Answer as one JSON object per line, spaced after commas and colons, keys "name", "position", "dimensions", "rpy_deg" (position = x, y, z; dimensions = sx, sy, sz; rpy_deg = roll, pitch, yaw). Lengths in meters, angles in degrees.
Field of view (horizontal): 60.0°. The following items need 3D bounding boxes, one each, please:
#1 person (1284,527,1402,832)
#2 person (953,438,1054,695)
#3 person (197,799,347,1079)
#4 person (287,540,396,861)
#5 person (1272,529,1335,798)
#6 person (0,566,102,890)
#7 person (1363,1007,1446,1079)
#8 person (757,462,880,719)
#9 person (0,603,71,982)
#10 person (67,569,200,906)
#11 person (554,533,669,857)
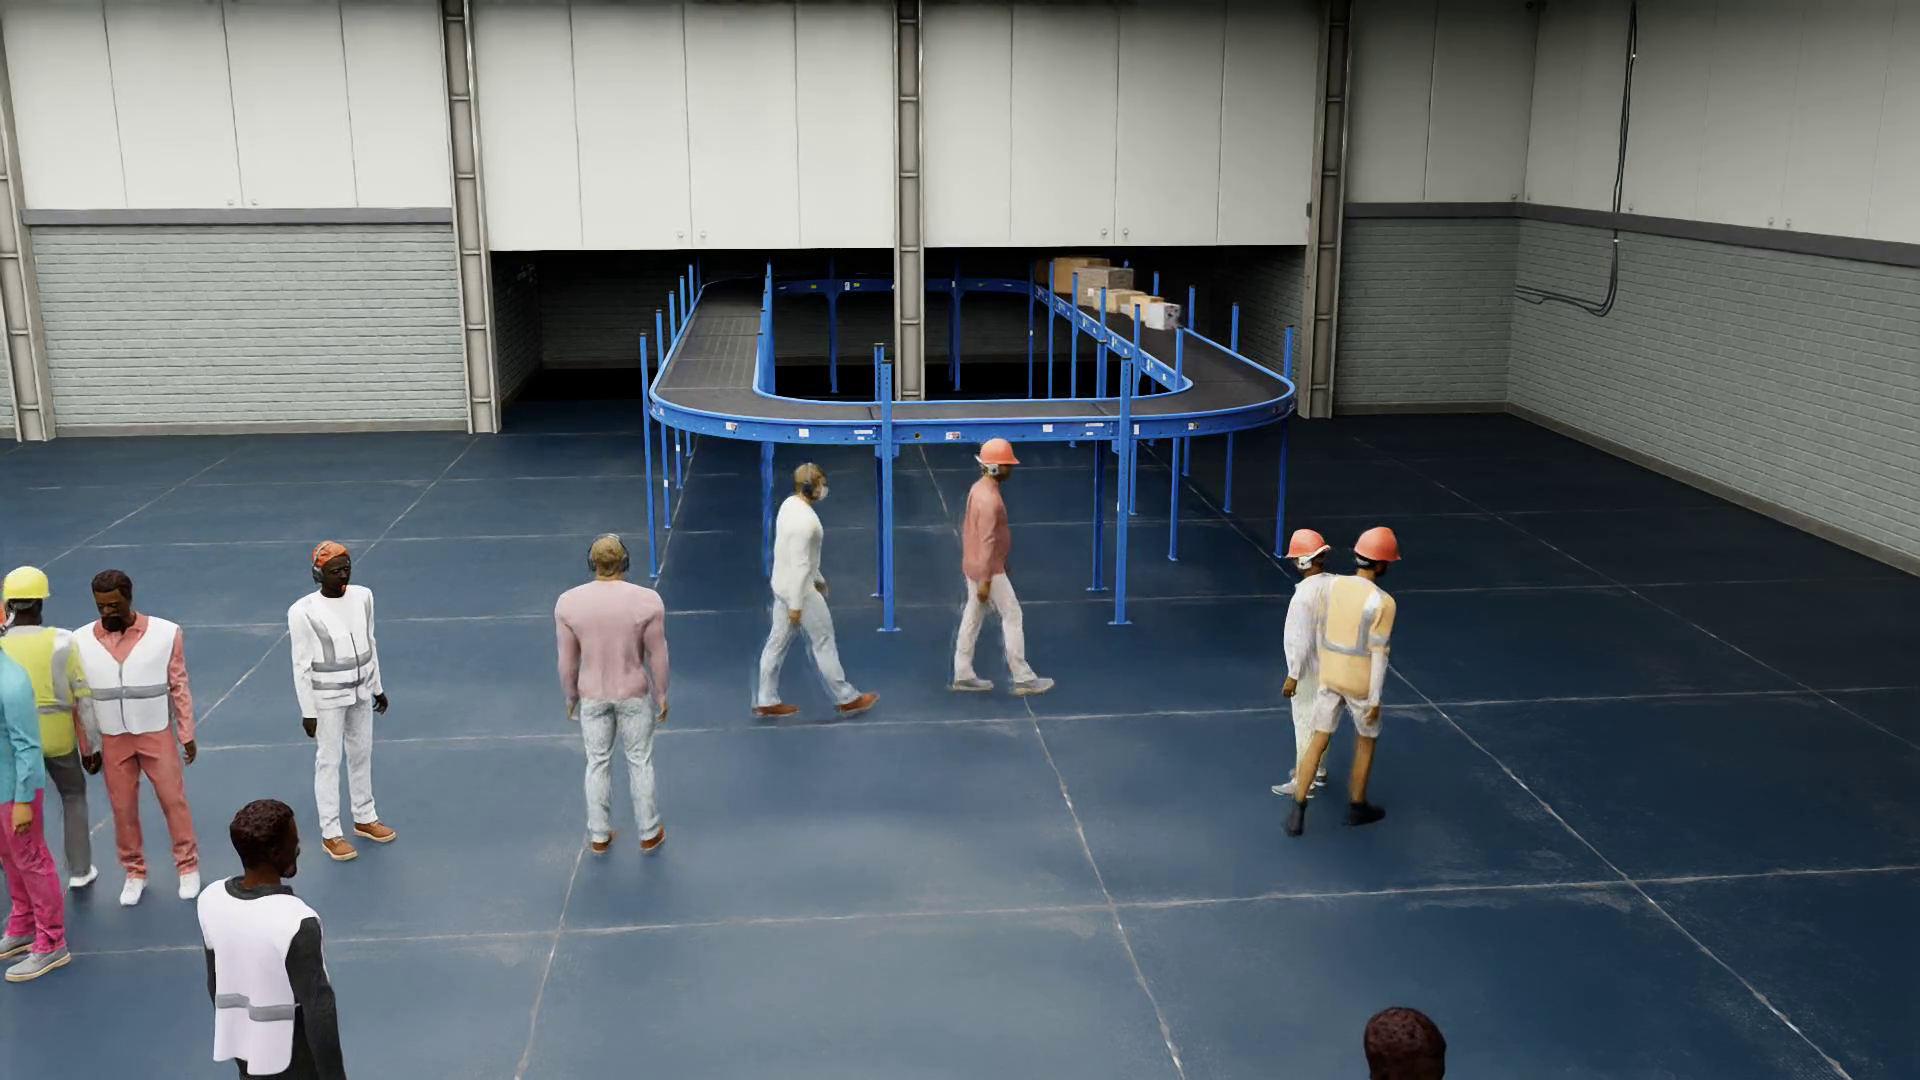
{"name": "person", "position": [2.305, 0.864, 10.025], "dimensions": [0.714, 1.901, 0.563], "rpy_deg": [-12, 18, -39]}
{"name": "person", "position": [0.342, 0.204, 12.507], "dimensions": [0.871, 1.963, 0.617], "rpy_deg": [-3, 14, -10]}
{"name": "person", "position": [-2.456, 1.848, 6.008], "dimensions": [0.590, 1.919, 0.392], "rpy_deg": [8, 16, 28]}
{"name": "person", "position": [-3.624, 0.925, 9.770], "dimensions": [0.345, 1.882, 0.584], "rpy_deg": [8, 16, 29]}
{"name": "person", "position": [2.208, 0.782, 10.628], "dimensions": [0.338, 1.742, 0.562], "rpy_deg": [9, 17, 32]}
{"name": "person", "position": [-5.044, 1.083, 9.112], "dimensions": [0.623, 1.893, 0.676], "rpy_deg": [-5, 15, -20]}
{"name": "person", "position": [1.146, 2.177, 4.723], "dimensions": [0.387, 1.909, 0.588], "rpy_deg": [12, 19, 41]}
{"name": "person", "position": [-1.051, 0.366, 11.983], "dimensions": [0.958, 1.891, 0.643], "rpy_deg": [-5, 15, -20]}
{"name": "person", "position": [-4.801, 1.224, 8.348], "dimensions": [0.609, 1.995, 0.378], "rpy_deg": [12, 19, 40]}
{"name": "person", "position": [-4.536, 1.068, 9.164], "dimensions": [0.600, 1.905, 0.388], "rpy_deg": [-4, 14, -14]}
{"name": "person", "position": [-2.013, 0.911, 9.717], "dimensions": [0.635, 1.937, 0.352], "rpy_deg": [-1, 14, -4]}
